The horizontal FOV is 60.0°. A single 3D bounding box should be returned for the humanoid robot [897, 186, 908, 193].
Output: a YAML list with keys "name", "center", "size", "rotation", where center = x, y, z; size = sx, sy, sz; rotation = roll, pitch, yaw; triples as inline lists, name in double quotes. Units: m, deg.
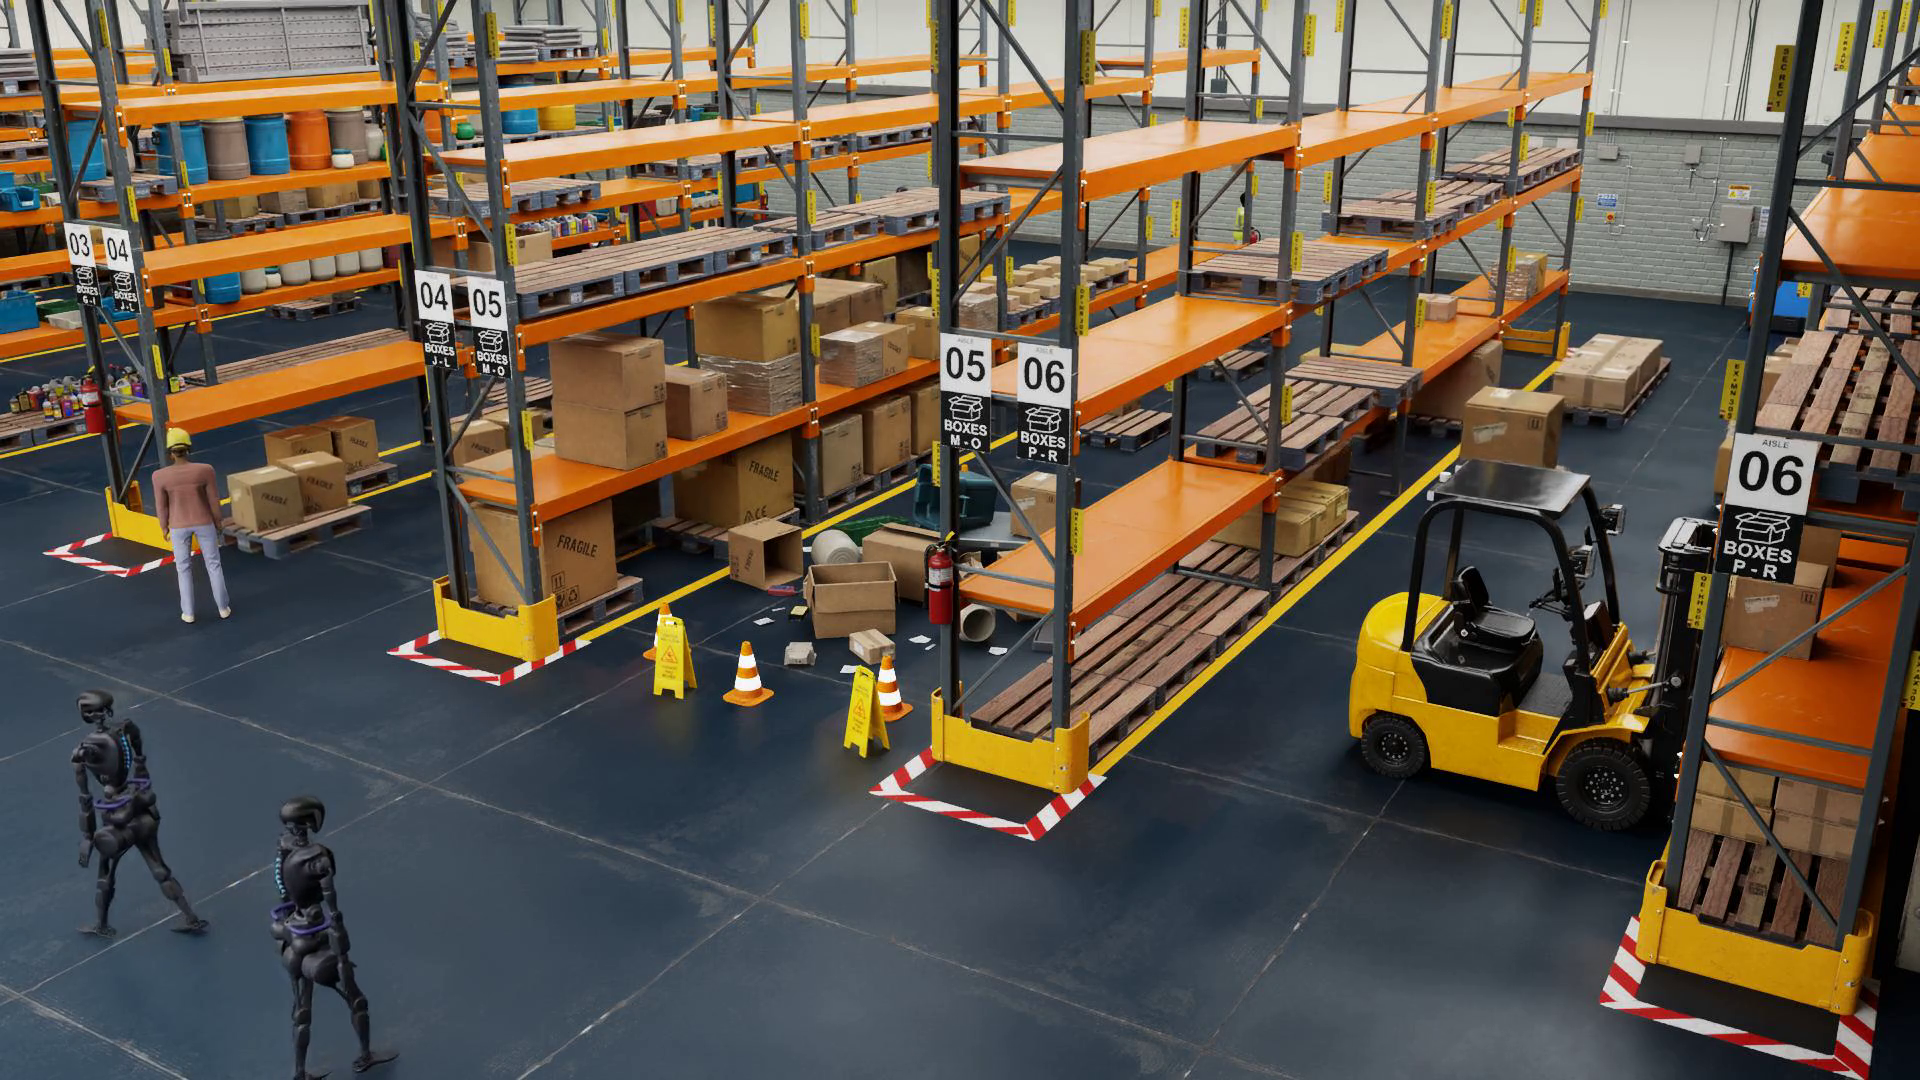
- name: "humanoid robot"
  center: [-1.056, -5.810, 31.236]
  size: [0.315, 1.657, 0.599]
  rotation: [-2, 19, -7]

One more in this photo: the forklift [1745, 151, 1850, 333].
- name: "forklift"
  center: [13.620, -4.667, 26.137]
  size: [1.873, 2.768, 1.129]
  rotation: [11, 22, 29]

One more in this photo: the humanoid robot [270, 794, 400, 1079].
- name: "humanoid robot"
  center: [-3.307, 2.044, 8.571]
  size: [0.608, 1.641, 0.550]
  rotation: [15, 24, 37]

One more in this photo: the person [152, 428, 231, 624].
- name: "person"
  center: [-6.804, -0.132, 14.721]
  size: [0.520, 1.759, 0.340]
  rotation: [-9, 21, -24]

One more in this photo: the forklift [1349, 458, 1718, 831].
- name: "forklift"
  center: [3.988, 0.658, 11.776]
  size: [2.313, 2.155, 1.214]
  rotation: [11, 22, 29]

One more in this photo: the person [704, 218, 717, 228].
- name: "person"
  center: [-5.236, -7.064, 34.869]
  size: [0.489, 1.688, 0.349]
  rotation: [-6, 20, -17]

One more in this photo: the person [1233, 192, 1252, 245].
- name: "person"
  center: [5.156, -5.508, 30.368]
  size: [0.321, 1.686, 0.537]
  rotation: [-1, 19, -3]

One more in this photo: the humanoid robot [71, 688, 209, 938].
- name: "humanoid robot"
  center: [-4.960, 1.624, 9.842]
  size: [0.794, 1.623, 0.609]
  rotation: [4, 19, 11]
